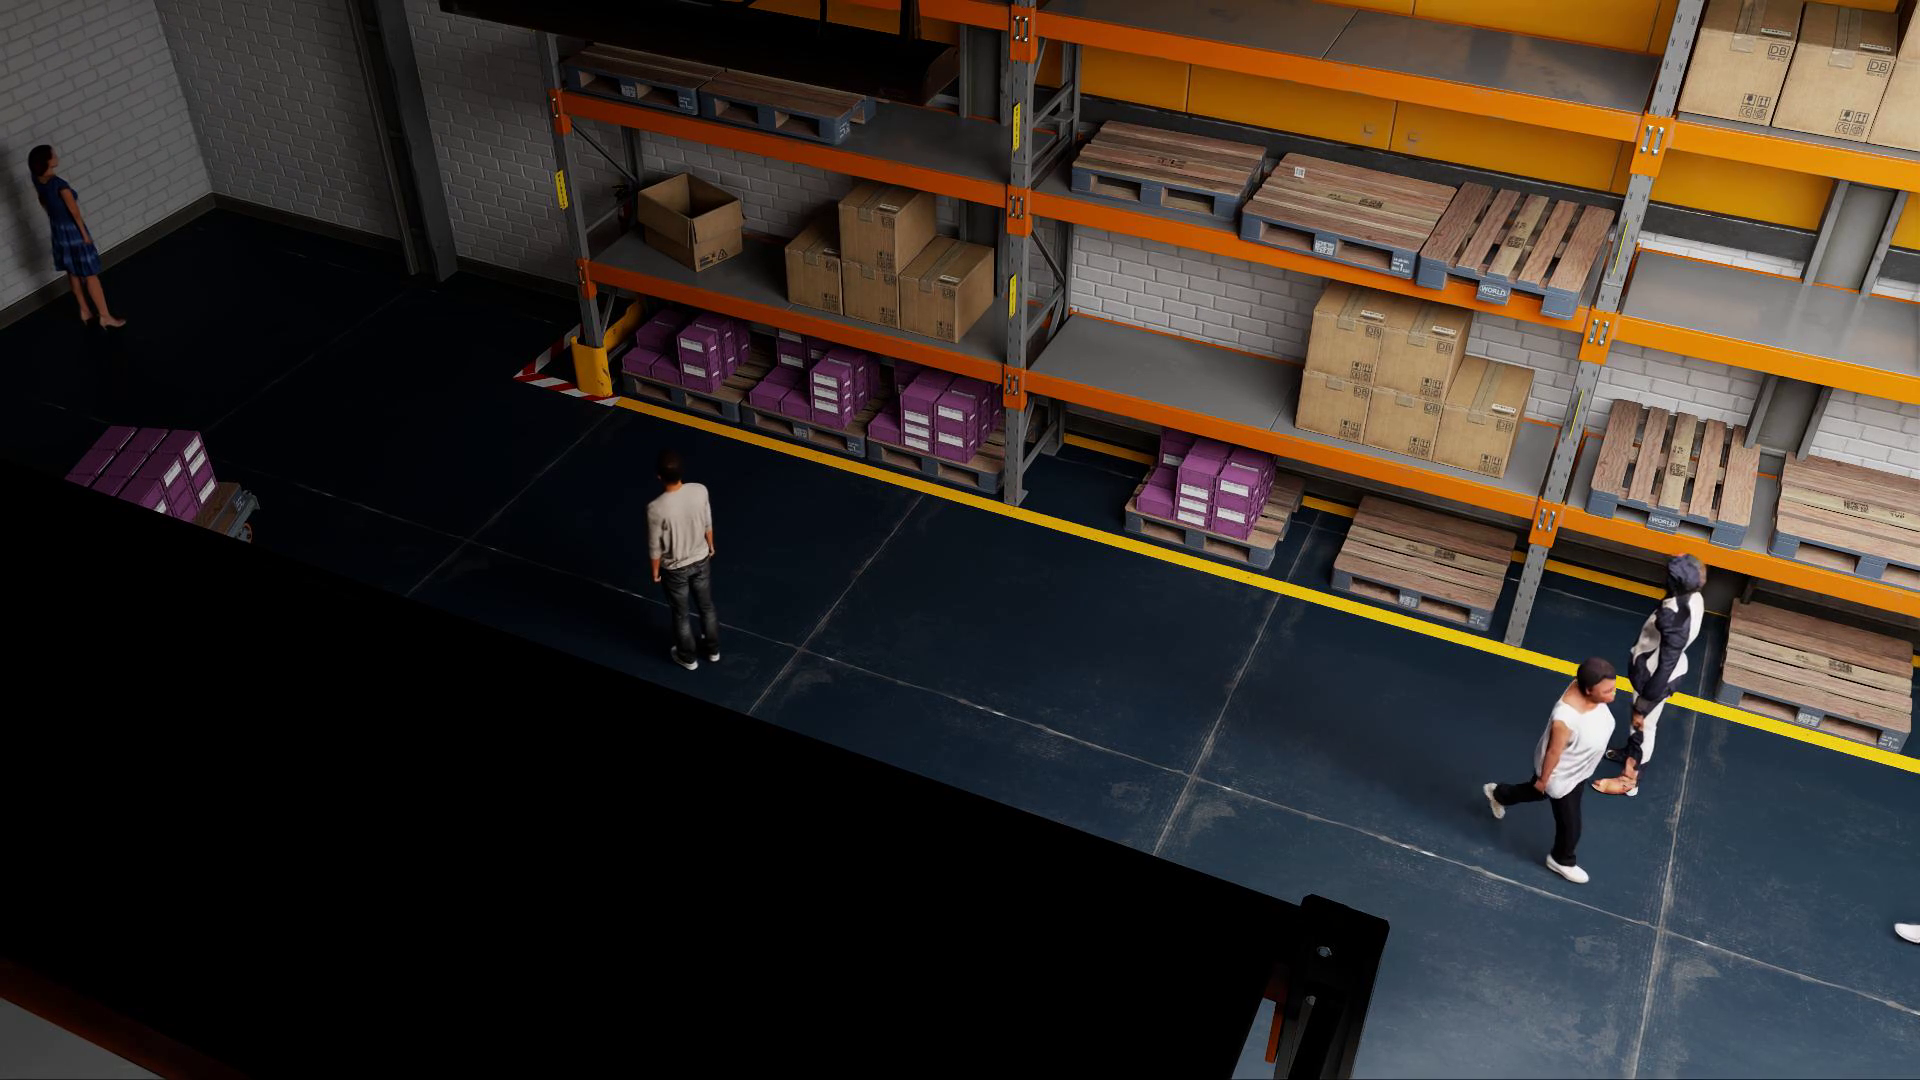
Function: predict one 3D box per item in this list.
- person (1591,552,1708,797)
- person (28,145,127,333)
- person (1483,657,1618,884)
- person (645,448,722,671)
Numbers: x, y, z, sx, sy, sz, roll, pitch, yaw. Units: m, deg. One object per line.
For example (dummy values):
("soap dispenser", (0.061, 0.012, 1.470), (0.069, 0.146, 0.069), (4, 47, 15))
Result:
("person", (4.414, 0.858, 10.535), (0.578, 1.892, 0.671), (18, 42, 21))
("person", (-8.064, -2.743, 15.113), (0.512, 1.805, 0.730), (18, 42, 21))
("person", (3.644, 1.320, 10.137), (1.055, 1.666, 0.747), (22, 44, 25))
("person", (-1.889, 0.145, 11.493), (0.724, 1.810, 0.715), (-24, 45, -27))
